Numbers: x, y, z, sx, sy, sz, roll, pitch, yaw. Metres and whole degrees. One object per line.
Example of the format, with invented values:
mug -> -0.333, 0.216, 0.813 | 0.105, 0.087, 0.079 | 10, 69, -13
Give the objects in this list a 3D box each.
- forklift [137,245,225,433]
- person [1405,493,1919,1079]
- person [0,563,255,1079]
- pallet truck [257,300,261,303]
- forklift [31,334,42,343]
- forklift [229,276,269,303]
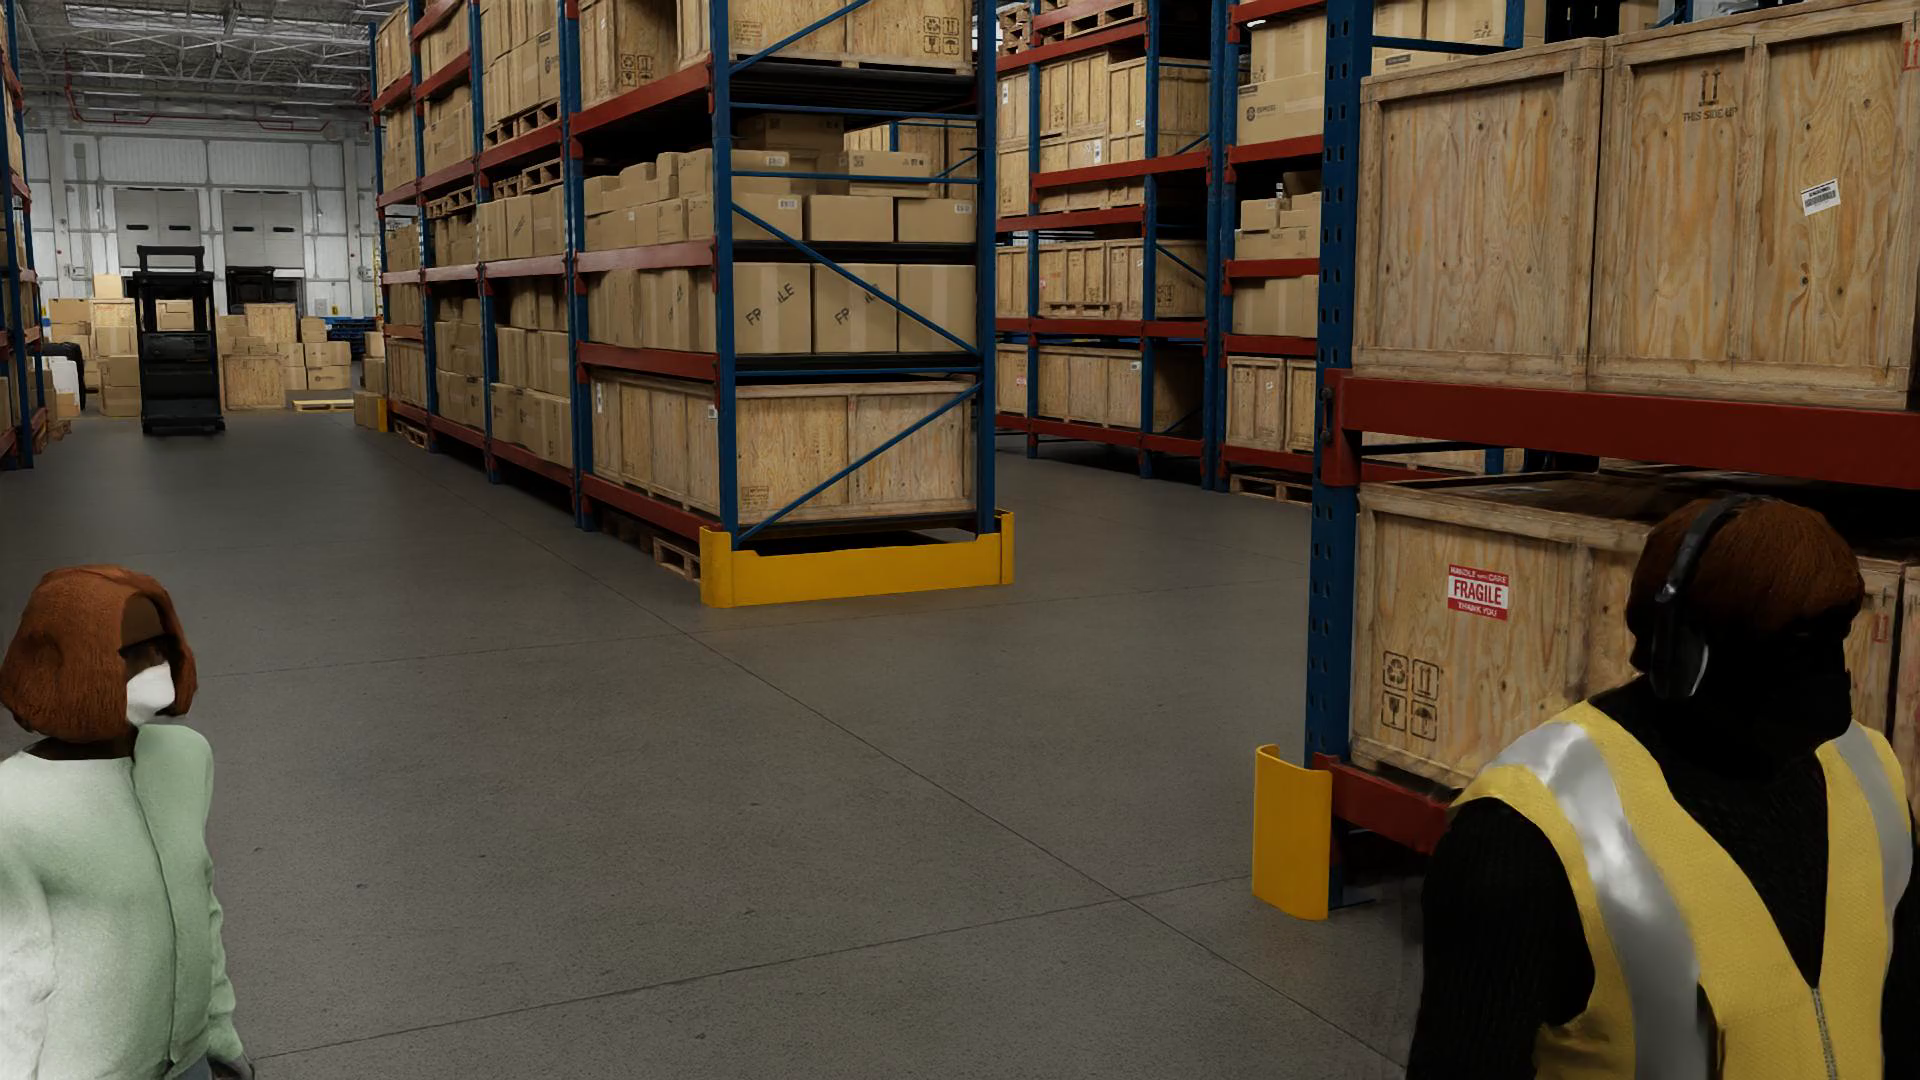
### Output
forklift -> -11.976, -3.093, 25.417 | 1.129, 2.768, 1.873 | -4, 9, -26
person -> 0.893, 0.854, 1.895 | 0.649, 1.806, 0.855 | -4, 9, -26
person -> -1.274, 0.845, 2.541 | 0.285, 1.633, 0.497 | 2, 8, 11
pallet truck -> -23.913, -7.404, 58.171 | 1.885, 1.965, 0.823 | -1, 8, -9
forklift -> -30.382, -7.219, 53.872 | 1.129, 2.768, 1.873 | -4, 9, -26
forklift -> -17.554, -5.381, 41.192 | 1.129, 2.768, 1.873 | -4, 9, -26
